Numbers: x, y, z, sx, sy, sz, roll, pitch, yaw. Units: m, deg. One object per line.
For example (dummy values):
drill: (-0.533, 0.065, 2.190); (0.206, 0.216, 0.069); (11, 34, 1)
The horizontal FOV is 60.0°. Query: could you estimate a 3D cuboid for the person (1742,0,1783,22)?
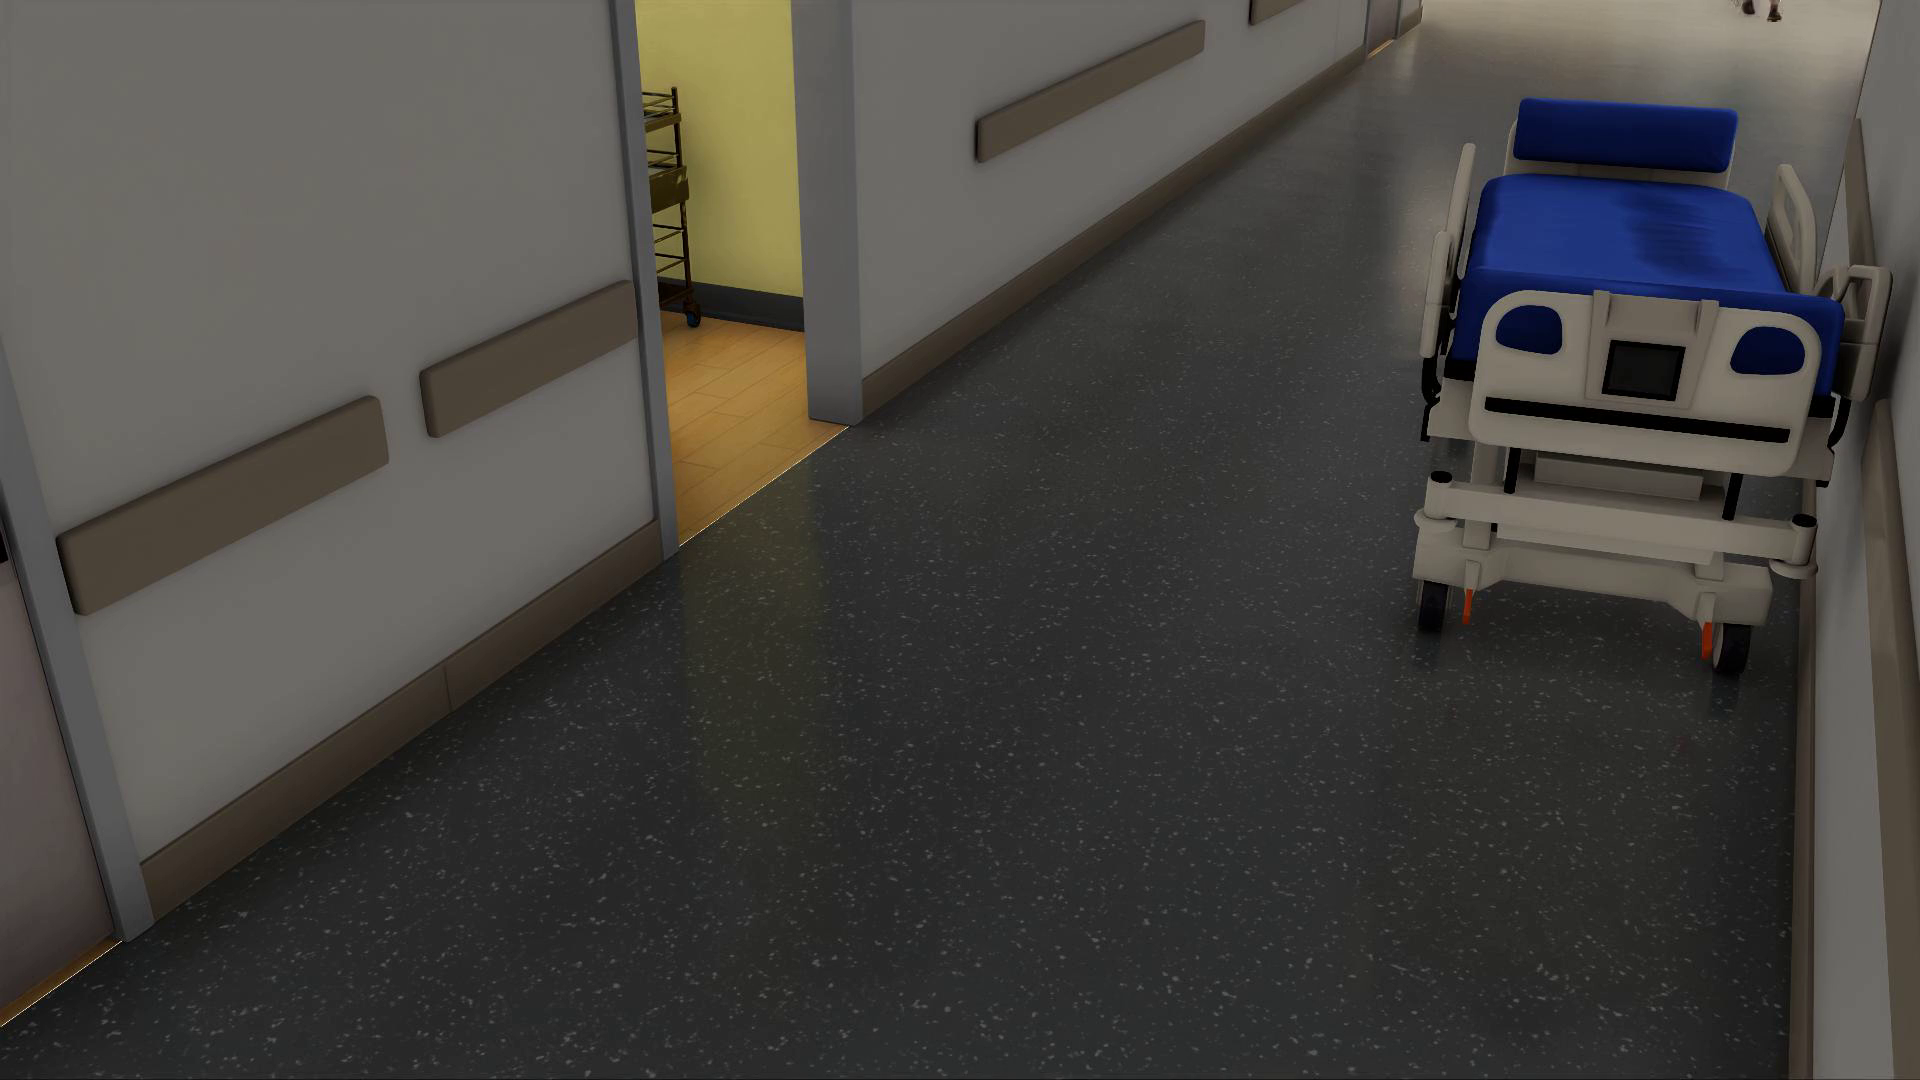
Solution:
person: (7.815, -5.781, 16.033); (1.002, 1.467, 0.860); (1, 26, 2)
